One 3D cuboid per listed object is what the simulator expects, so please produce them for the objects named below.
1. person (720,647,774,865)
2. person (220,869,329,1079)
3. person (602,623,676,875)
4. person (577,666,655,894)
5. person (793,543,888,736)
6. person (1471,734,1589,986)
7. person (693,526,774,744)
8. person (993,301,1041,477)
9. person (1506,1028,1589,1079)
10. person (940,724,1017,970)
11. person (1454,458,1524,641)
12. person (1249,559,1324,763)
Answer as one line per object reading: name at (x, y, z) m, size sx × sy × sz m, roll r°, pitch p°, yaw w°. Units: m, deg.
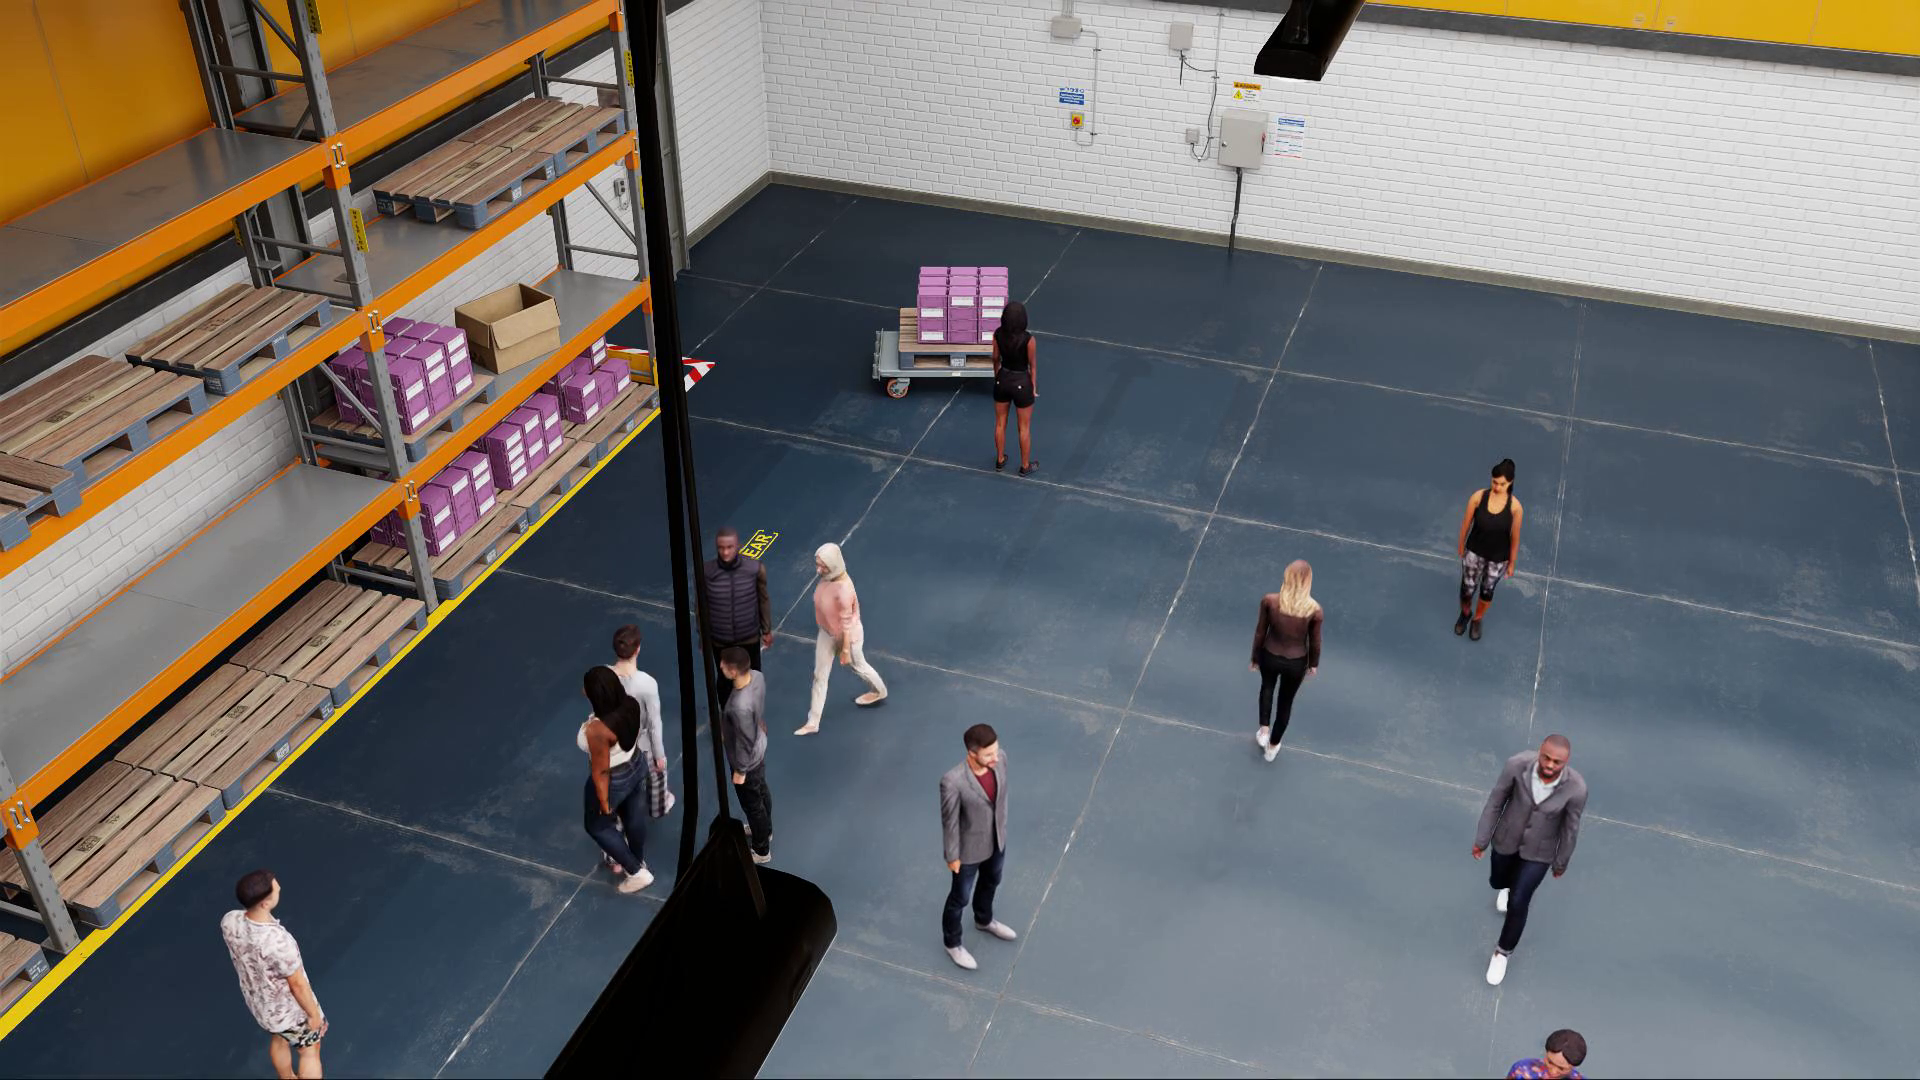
person at (-1.416, 1.422, 11.130) m, size 0.732 × 1.766 × 0.569 m, roll 3°, pitch 34°, yaw 4°
person at (-3.844, 2.570, 9.362) m, size 0.705 × 1.810 × 0.630 m, roll 17°, pitch 37°, yaw 24°
person at (-2.225, 1.426, 11.092) m, size 0.762 × 1.800 × 1.167 m, roll 8°, pitch 34°, yaw 12°
person at (-2.166, 1.577, 10.865) m, size 0.753 × 1.800 × 0.682 m, roll 16°, pitch 37°, yaw 23°
person at (-0.824, 0.665, 12.361) m, size 1.178 × 1.663 × 1.018 m, roll -18°, pitch 37°, yaw -24°
person at (3.553, 1.872, 10.430) m, size 0.913 × 1.790 × 1.186 m, roll 22°, pitch 39°, yaw 29°
person at (-1.646, 0.675, 12.190) m, size 0.785 × 1.836 × 0.762 m, roll -5°, pitch 34°, yaw -8°
person at (0.498, -1.410, 15.412) m, size 0.628 × 1.740 × 0.558 m, roll 16°, pitch 37°, yaw 22°
person at (2.949, 3.120, 8.590) m, size 0.595 × 1.748 × 0.526 m, roll 9°, pitch 35°, yaw 13°
person at (0.105, 1.869, 10.365) m, size 0.680 × 1.867 × 0.824 m, roll -28°, pitch 42°, yaw -35°
person at (4.233, 0.044, 13.301) m, size 0.593 × 1.656 × 0.545 m, roll 11°, pitch 35°, yaw 15°
person at (2.308, 0.921, 11.948) m, size 0.624 × 1.693 × 0.545 m, roll 11°, pitch 35°, yaw 16°
